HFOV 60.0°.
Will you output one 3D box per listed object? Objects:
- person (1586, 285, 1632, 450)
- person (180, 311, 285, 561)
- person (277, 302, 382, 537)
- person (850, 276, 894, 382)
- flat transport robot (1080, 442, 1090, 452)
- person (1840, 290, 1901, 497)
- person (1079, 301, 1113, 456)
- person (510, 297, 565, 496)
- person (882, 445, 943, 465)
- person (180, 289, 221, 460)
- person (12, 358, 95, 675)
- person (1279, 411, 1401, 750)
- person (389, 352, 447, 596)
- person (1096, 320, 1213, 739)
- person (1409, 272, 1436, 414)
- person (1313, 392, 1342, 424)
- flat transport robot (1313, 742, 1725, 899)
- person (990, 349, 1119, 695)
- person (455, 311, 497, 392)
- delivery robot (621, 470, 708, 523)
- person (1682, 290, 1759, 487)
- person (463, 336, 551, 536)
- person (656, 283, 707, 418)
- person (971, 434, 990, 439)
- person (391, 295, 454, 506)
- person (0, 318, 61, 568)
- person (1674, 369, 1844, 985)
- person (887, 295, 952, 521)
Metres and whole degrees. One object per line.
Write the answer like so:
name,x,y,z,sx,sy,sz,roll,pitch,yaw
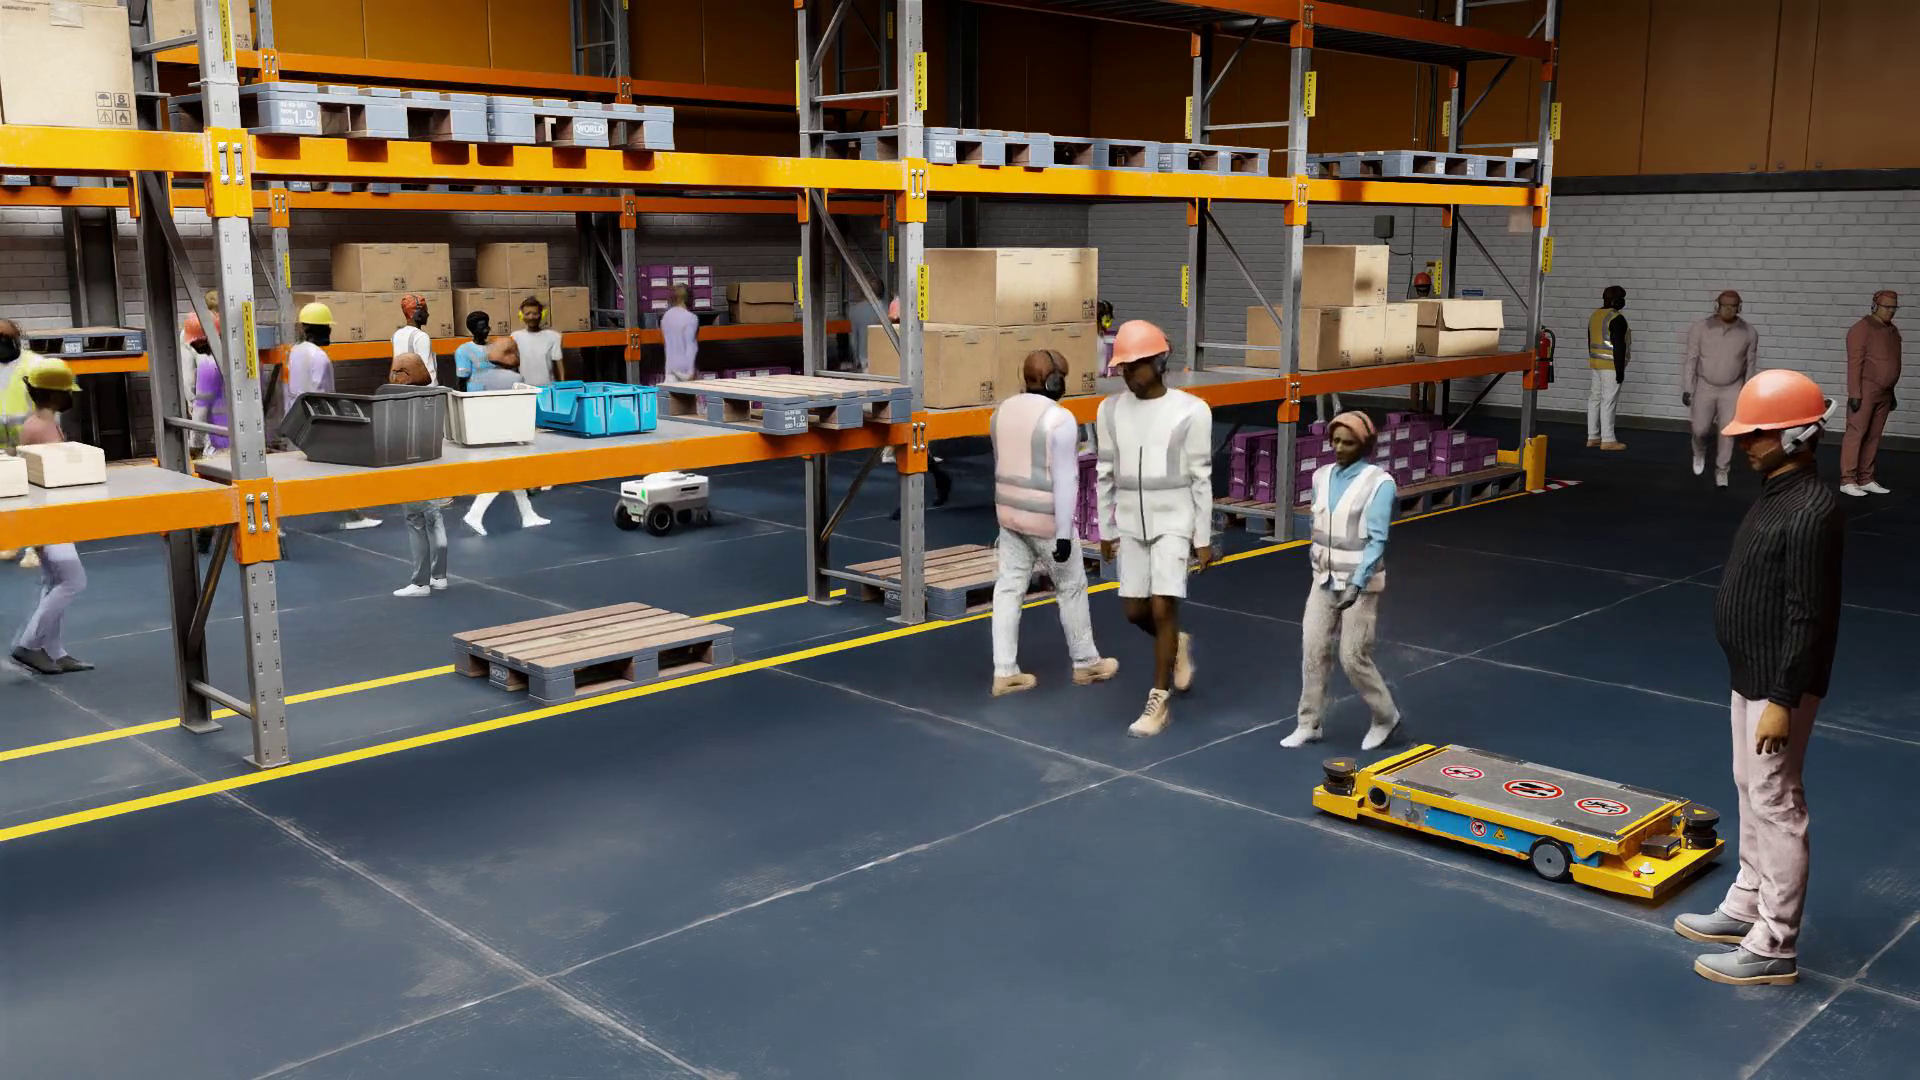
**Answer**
person,7.335,-1.944,18.789,0.429,1.845,0.621,-2,11,-8
person,-5.470,-0.756,12.249,0.941,1.859,0.561,0,10,-1
person,-5.227,-0.964,13.333,0.987,1.881,0.592,-10,14,-43
person,-1.017,-2.127,19.554,0.648,1.926,0.561,7,12,32
flat transport robot,1.638,-0.924,17.514,1.431,0.197,0.652,-8,13,-37
person,8.486,-1.359,15.438,0.636,1.903,0.405,-6,12,-29
person,1.121,-1.147,14.434,0.569,1.846,0.533,-5,12,-26
person,-3.911,-1.320,15.416,0.530,1.827,0.946,-1,10,-7
person,-0.489,-1.577,17.394,0.733,1.602,0.634,-2,11,-10
person,-6.469,-1.222,14.593,0.632,1.936,0.359,-2,11,-9
person,-4.914,-0.110,9.035,0.381,1.745,0.555,-4,11,-22
person,1.835,0.213,7.706,0.549,1.628,0.542,-6,12,-31
person,-3.642,-0.439,11.139,0.285,1.636,0.500,3,11,15
person,0.986,-0.084,8.200,0.617,2.011,0.766,6,12,30
person,5.905,-2.451,21.310,0.543,1.932,0.376,-2,11,-11
person,4.589,-2.337,20.900,0.519,1.856,0.460,-3,11,-14
flat transport robot,2.201,1.069,6.644,0.652,0.197,1.431,-10,14,-44
person,0.490,-0.104,8.826,0.853,1.806,0.650,-9,14,-40
person,-4.534,-1.319,15.772,0.316,1.695,0.541,6,12,29
delivery robot,-2.404,-0.394,13.591,0.477,0.478,0.707,10,14,42
person,7.345,-1.476,16.108,0.654,1.887,0.588,4,11,19
person,-3.720,-0.853,13.494,0.811,1.602,0.498,-10,14,-43
person,-3.067,-1.872,18.281,0.647,1.893,1.011,10,14,43
person,0.315,-2.075,19.716,0.526,1.765,0.329,-9,14,-40
person,-4.803,-1.228,14.777,0.574,1.882,0.356,10,14,42
person,-6.843,-0.701,12.064,0.640,1.821,0.436,-2,11,-12
person,2.604,0.443,5.374,0.388,1.987,0.608,3,11,14
person,-0.382,-1.131,14.174,0.566,1.916,0.647,8,13,36
